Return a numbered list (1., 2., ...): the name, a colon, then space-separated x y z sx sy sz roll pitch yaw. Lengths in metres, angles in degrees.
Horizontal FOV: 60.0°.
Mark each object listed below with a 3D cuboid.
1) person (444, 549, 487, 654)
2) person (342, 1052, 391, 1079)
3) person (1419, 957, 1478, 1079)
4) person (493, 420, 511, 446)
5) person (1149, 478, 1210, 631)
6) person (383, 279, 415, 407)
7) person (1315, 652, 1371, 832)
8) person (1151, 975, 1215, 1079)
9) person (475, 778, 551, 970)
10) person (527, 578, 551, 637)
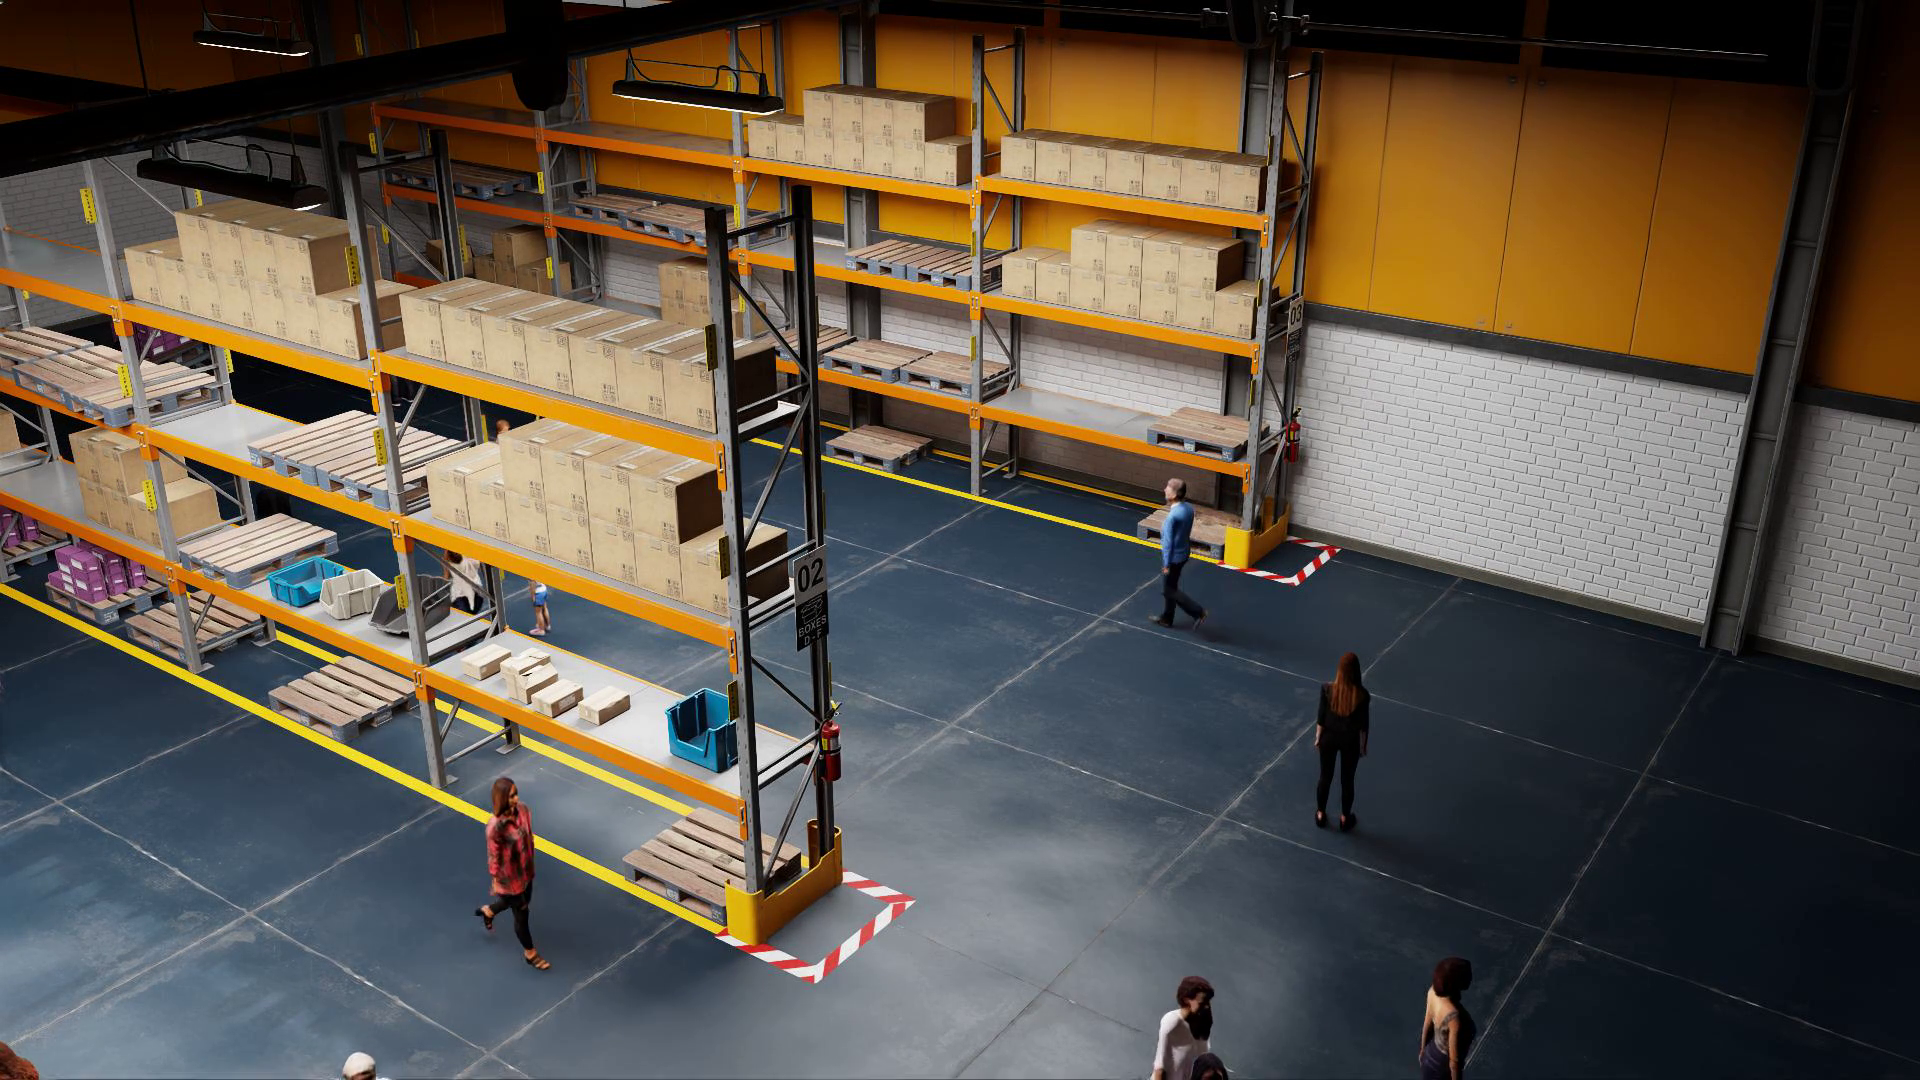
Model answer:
1. person: -5.256 0.570 17.637 0.850 1.731 1.214 -16 28 -32
2. person: -3.619 3.815 10.303 1.044 1.659 0.671 19 30 37
3. person: 3.058 3.510 10.892 1.125 1.747 1.000 -2 24 -3
4. person: -5.928 -0.950 21.685 0.679 1.274 0.937 -19 30 -37
5. person: 2.462 0.189 18.424 0.979 1.799 0.679 14 27 29
6. person: -8.713 -3.049 25.636 0.542 1.956 0.625 16 28 32
7. person: 3.395 1.795 14.861 0.559 1.710 0.722 8 25 18
8. person: 1.327 3.534 10.814 0.845 1.766 1.045 -12 26 -26
9. person: -3.574 2.590 13.075 1.021 1.683 0.716 11 26 24
10. person: -4.700 0.569 18.528 0.500 1.019 0.479 6 24 13
